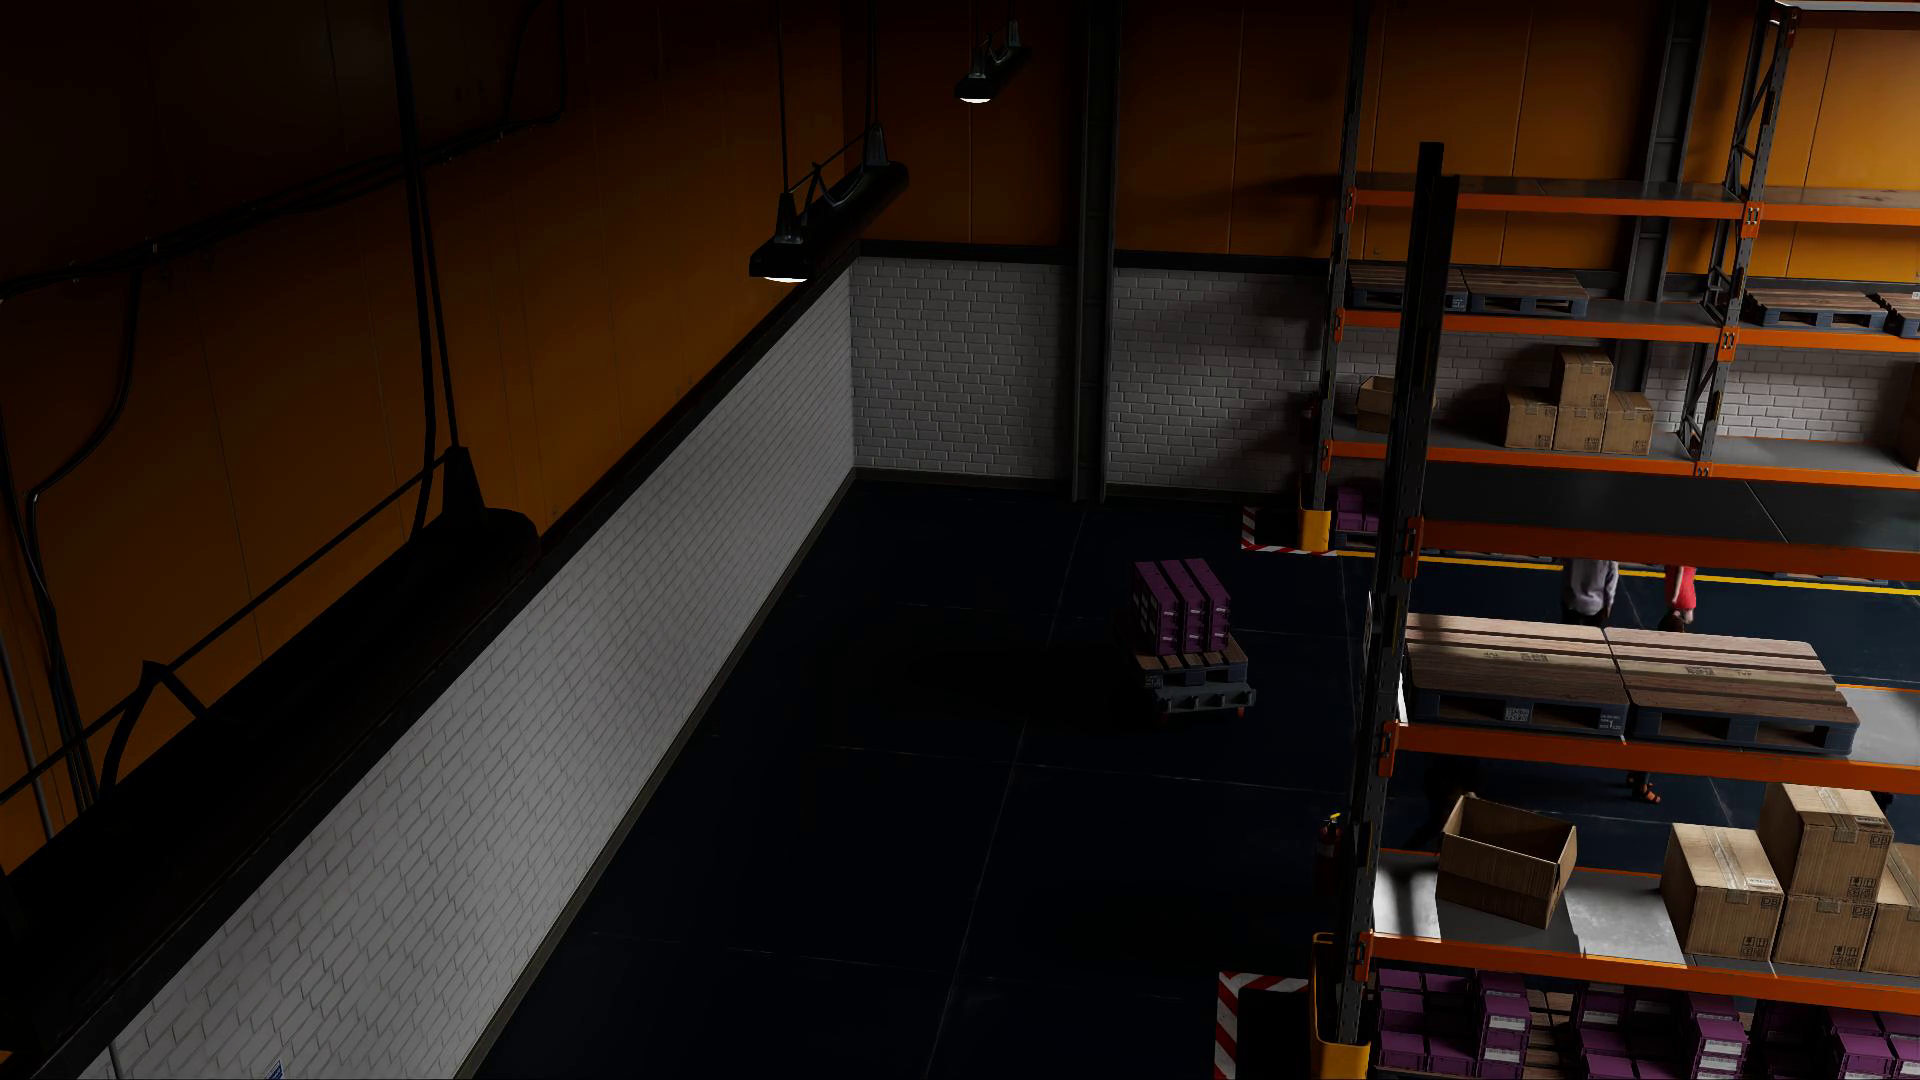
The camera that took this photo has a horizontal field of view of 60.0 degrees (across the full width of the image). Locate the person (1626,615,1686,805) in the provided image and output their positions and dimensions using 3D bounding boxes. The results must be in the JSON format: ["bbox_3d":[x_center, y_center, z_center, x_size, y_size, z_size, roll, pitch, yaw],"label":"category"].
[{"bbox_3d":[5.826,1.387,13.931,0.539,1.682,0.624,3,24,6],"label":"person"}]
